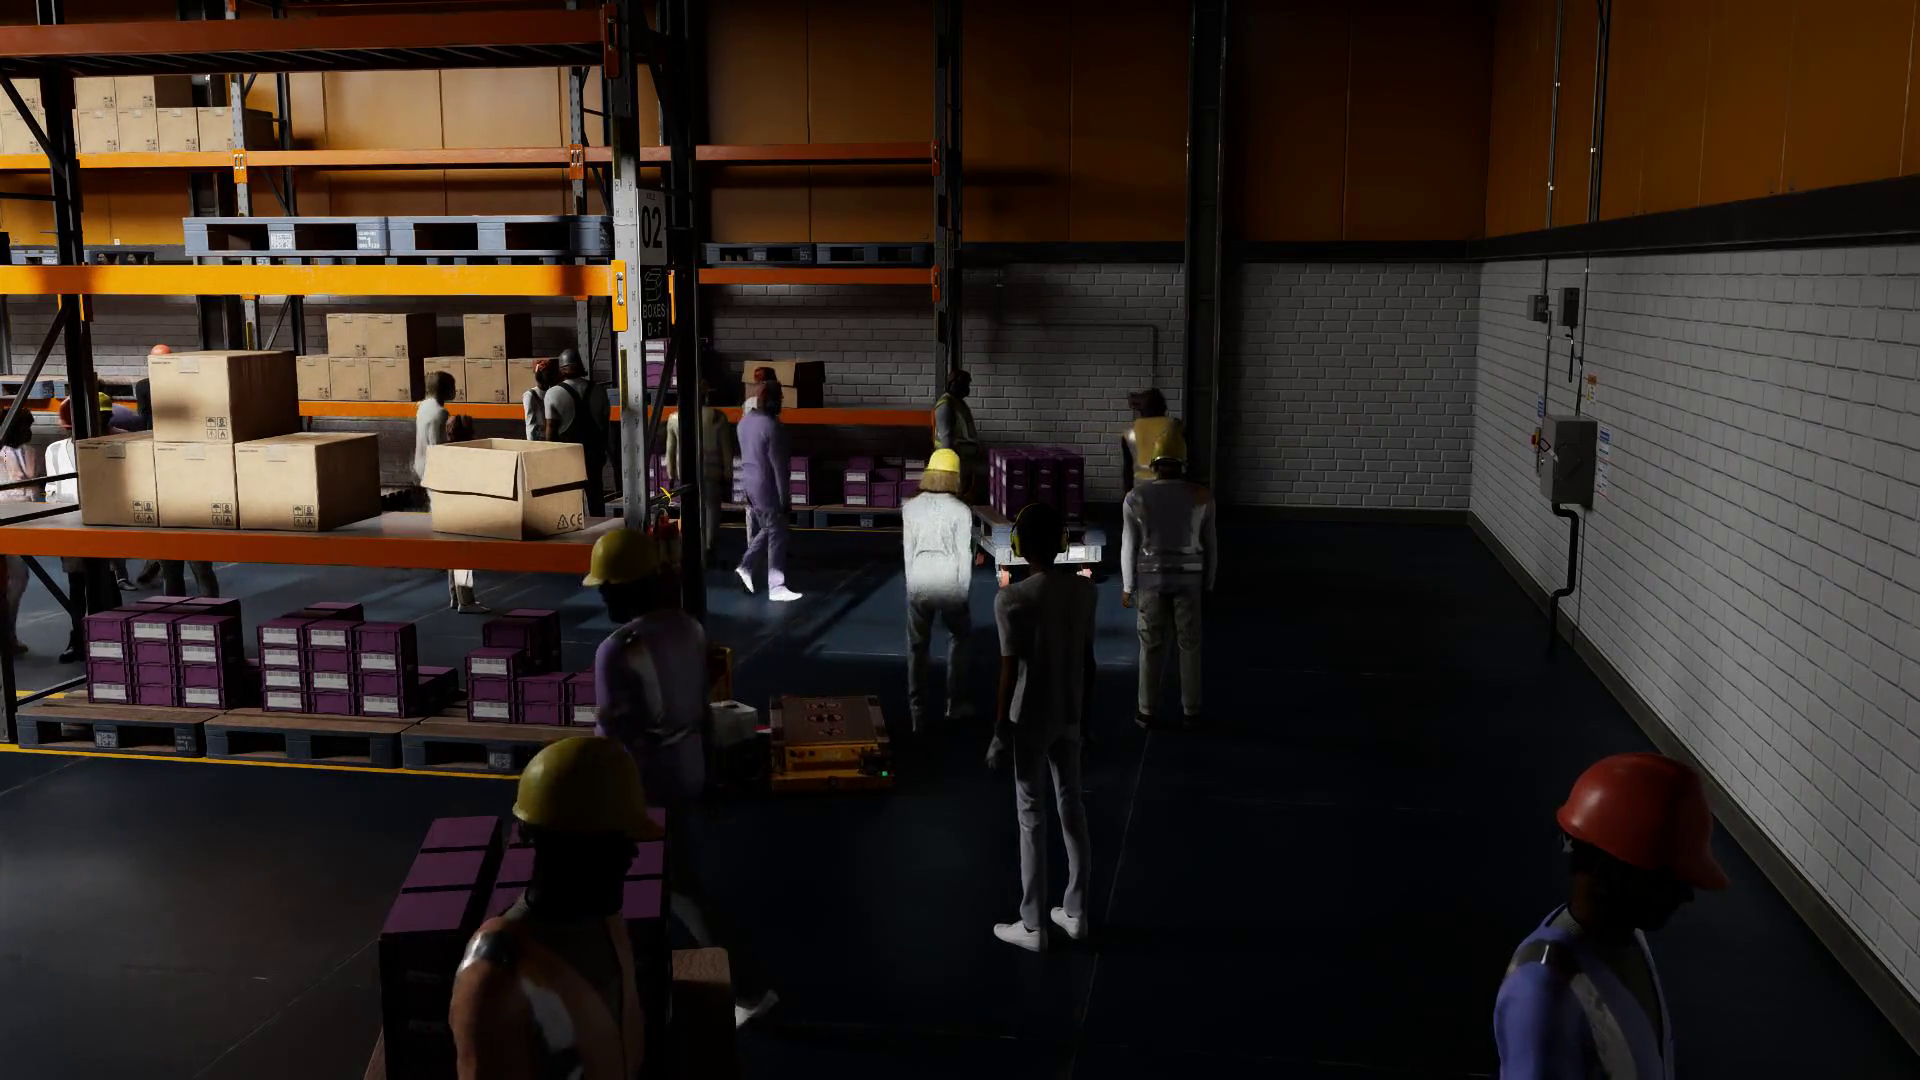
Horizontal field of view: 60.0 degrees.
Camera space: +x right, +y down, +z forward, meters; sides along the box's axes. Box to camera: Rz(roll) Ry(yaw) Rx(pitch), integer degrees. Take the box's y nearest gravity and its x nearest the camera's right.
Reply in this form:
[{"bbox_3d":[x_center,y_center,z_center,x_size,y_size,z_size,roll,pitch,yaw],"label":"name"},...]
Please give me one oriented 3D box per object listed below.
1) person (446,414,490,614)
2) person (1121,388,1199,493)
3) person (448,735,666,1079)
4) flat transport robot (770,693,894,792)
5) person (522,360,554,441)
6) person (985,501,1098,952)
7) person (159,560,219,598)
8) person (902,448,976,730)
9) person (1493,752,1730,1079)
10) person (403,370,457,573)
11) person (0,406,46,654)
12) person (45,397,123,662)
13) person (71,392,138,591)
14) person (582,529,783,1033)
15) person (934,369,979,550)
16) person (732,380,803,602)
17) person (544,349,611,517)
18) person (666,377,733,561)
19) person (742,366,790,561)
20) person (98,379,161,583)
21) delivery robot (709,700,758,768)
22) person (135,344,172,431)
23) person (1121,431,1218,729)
[{"bbox_3d":[-4.085,-0.215,13.659,0.309,1.641,0.511,-5,10,-28],"label":"person"},{"bbox_3d":[1.682,-0.379,14.171,0.692,1.807,0.683,5,10,27],"label":"person"},{"bbox_3d":[-0.868,1.317,3.356,0.682,1.902,0.601,2,9,13],"label":"person"},{"bbox_3d":[-0.758,1.133,9.530,0.652,0.197,1.431,-1,9,-7],"label":"flat transport robot"},{"bbox_3d":[-4.347,-0.946,17.446,0.356,1.882,0.574,2,9,15],"label":"person"},{"bbox_3d":[0.337,0.768,6.874,0.520,1.865,0.332,-6,11,-31],"label":"person"},{"bbox_3d":[-5.770,-0.149,12.325,0.636,1.939,0.364,1,9,4],"label":"person"},{"bbox_3d":[-0.128,0.293,10.264,0.509,1.705,0.665,4,10,22],"label":"person"},{"bbox_3d":[1.198,1.335,3.151,0.373,1.929,0.542,6,11,33],"label":"person"},{"bbox_3d":[-4.895,-0.606,15.278,0.670,1.915,0.635,-5,10,-29],"label":"person"},{"bbox_3d":[-6.935,-0.067,12.211,0.538,1.812,0.660,2,9,10],"label":"person"},{"bbox_3d":[-6.269,-0.083,11.944,0.543,1.929,0.372,-1,9,-9],"label":"person"},{"bbox_3d":[-7.401,-0.401,14.423,0.331,1.768,0.526,8,12,39],"label":"person"},{"bbox_3d":[-1.079,0.886,6.120,0.980,1.883,0.594,4,10,21],"label":"person"},{"bbox_3d":[-0.033,-0.773,16.508,0.430,1.842,0.619,2,9,13],"label":"person"},{"bbox_3d":[-1.628,-0.407,14.067,0.472,1.891,0.677,-7,11,-37],"label":"person"},{"bbox_3d":[-3.899,-0.925,16.820,0.675,2.000,0.536,-6,11,-34],"label":"person"},{"bbox_3d":[-2.485,-0.663,15.873,0.630,1.813,0.547,-1,9,-7],"label":"person"},{"bbox_3d":[-1.908,-0.744,16.189,0.346,1.882,0.578,-7,12,-37],"label":"person"},{"bbox_3d":[-7.525,-0.522,14.796,0.849,1.893,0.650,4,10,26],"label":"person"},{"bbox_3d":[-1.453,1.039,8.946,0.707,0.478,0.477,-7,12,-39],"label":"delivery robot"},{"bbox_3d":[-8.779,-1.165,18.450,0.612,1.997,0.375,-6,11,-32],"label":"person"},{"bbox_3d":[1.274,0.250,10.174,0.587,1.835,0.403,0,9,2],"label":"person"}]
